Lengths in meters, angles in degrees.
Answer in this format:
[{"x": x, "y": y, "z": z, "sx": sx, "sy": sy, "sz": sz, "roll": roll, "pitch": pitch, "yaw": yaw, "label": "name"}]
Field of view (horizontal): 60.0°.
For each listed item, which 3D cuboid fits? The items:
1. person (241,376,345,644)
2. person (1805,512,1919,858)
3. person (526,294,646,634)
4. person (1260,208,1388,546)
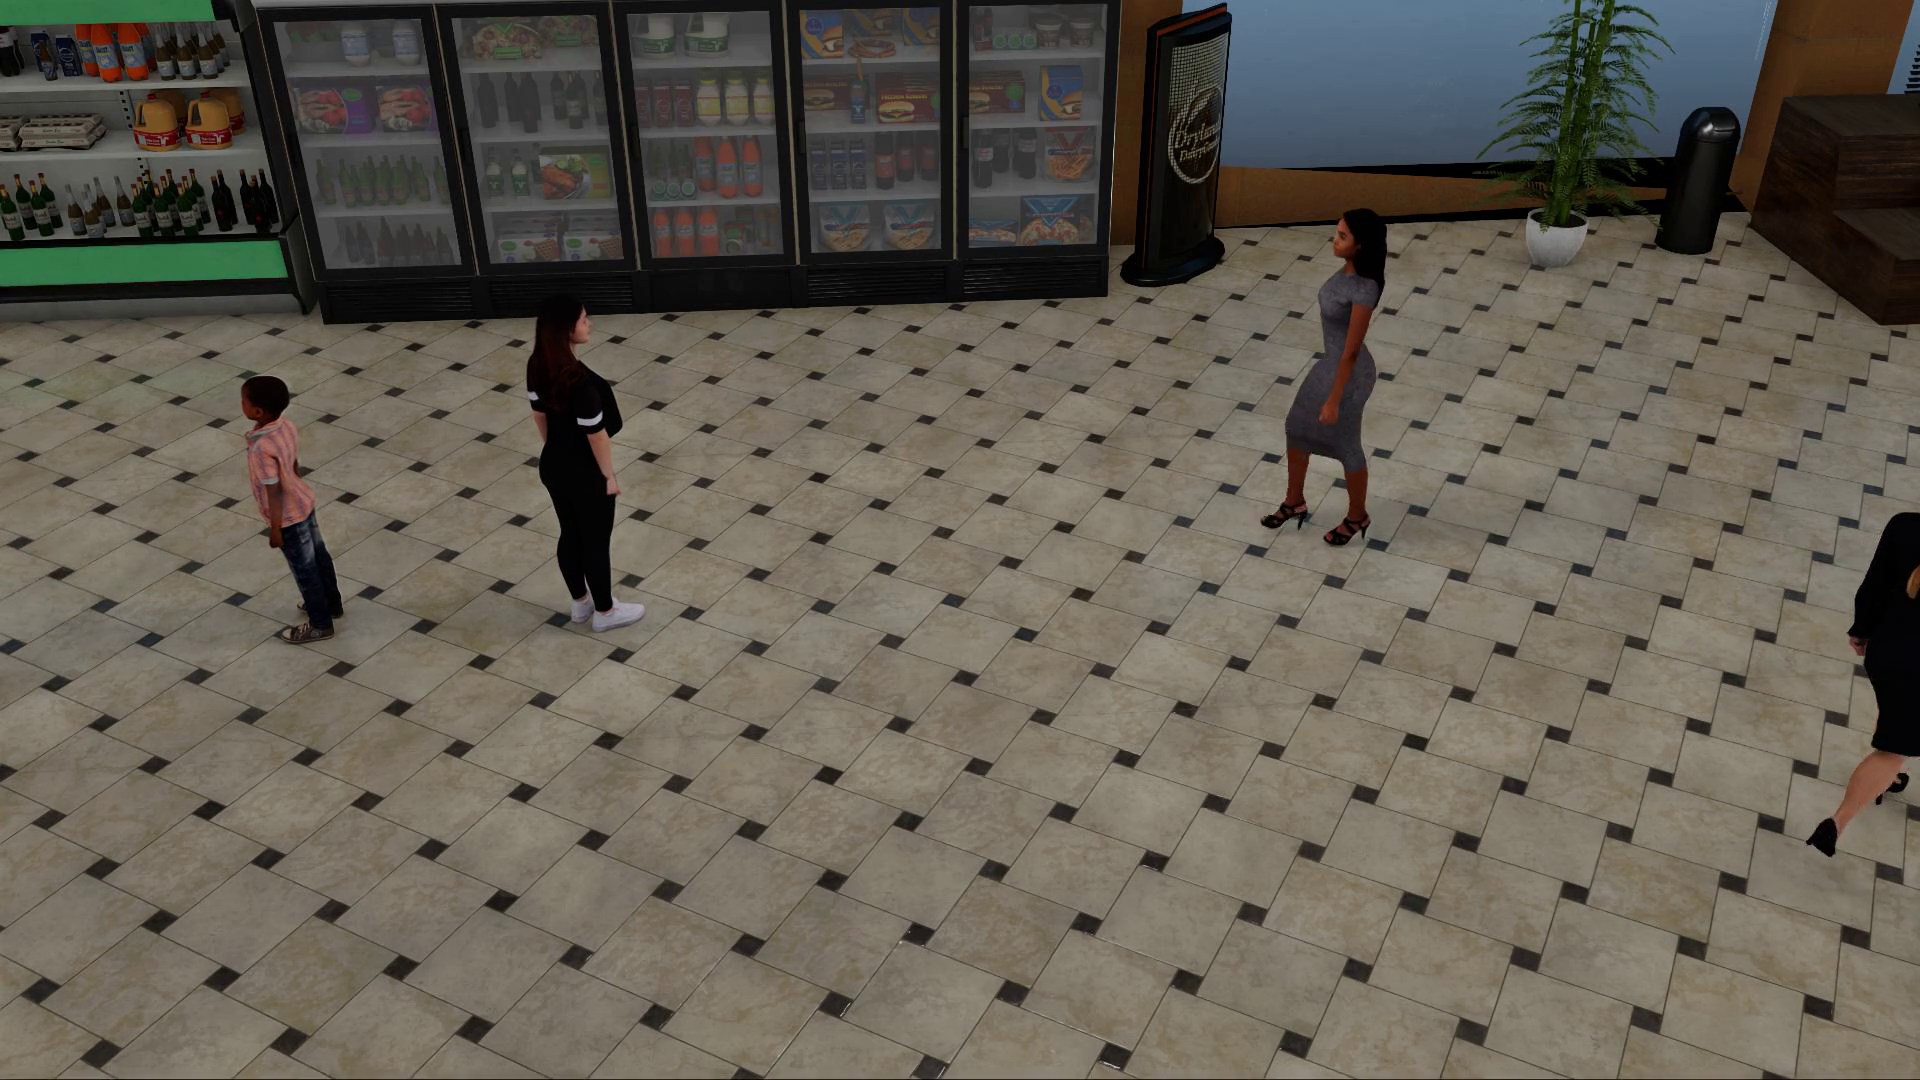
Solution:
[{"x": -3.008, "y": -0.142, "z": 7.474, "sx": 0.483, "sy": 1.306, "sz": 0.518, "roll": 0, "pitch": 32, "yaw": -1, "label": "person"}, {"x": 3.519, "y": 0.484, "z": 6.154, "sx": 1.202, "sy": 1.637, "sz": 1.002, "roll": -19, "pitch": 37, "yaw": -28, "label": "person"}, {"x": -1.719, "y": -0.329, "z": 7.460, "sx": 0.713, "sy": 1.639, "sz": 0.770, "roll": 25, "pitch": 40, "yaw": 34, "label": "person"}, {"x": 1.935, "y": -0.742, "z": 8.006, "sx": 0.773, "sy": 1.764, "sz": 0.652, "roll": 0, "pitch": 32, "yaw": 0, "label": "person"}]
